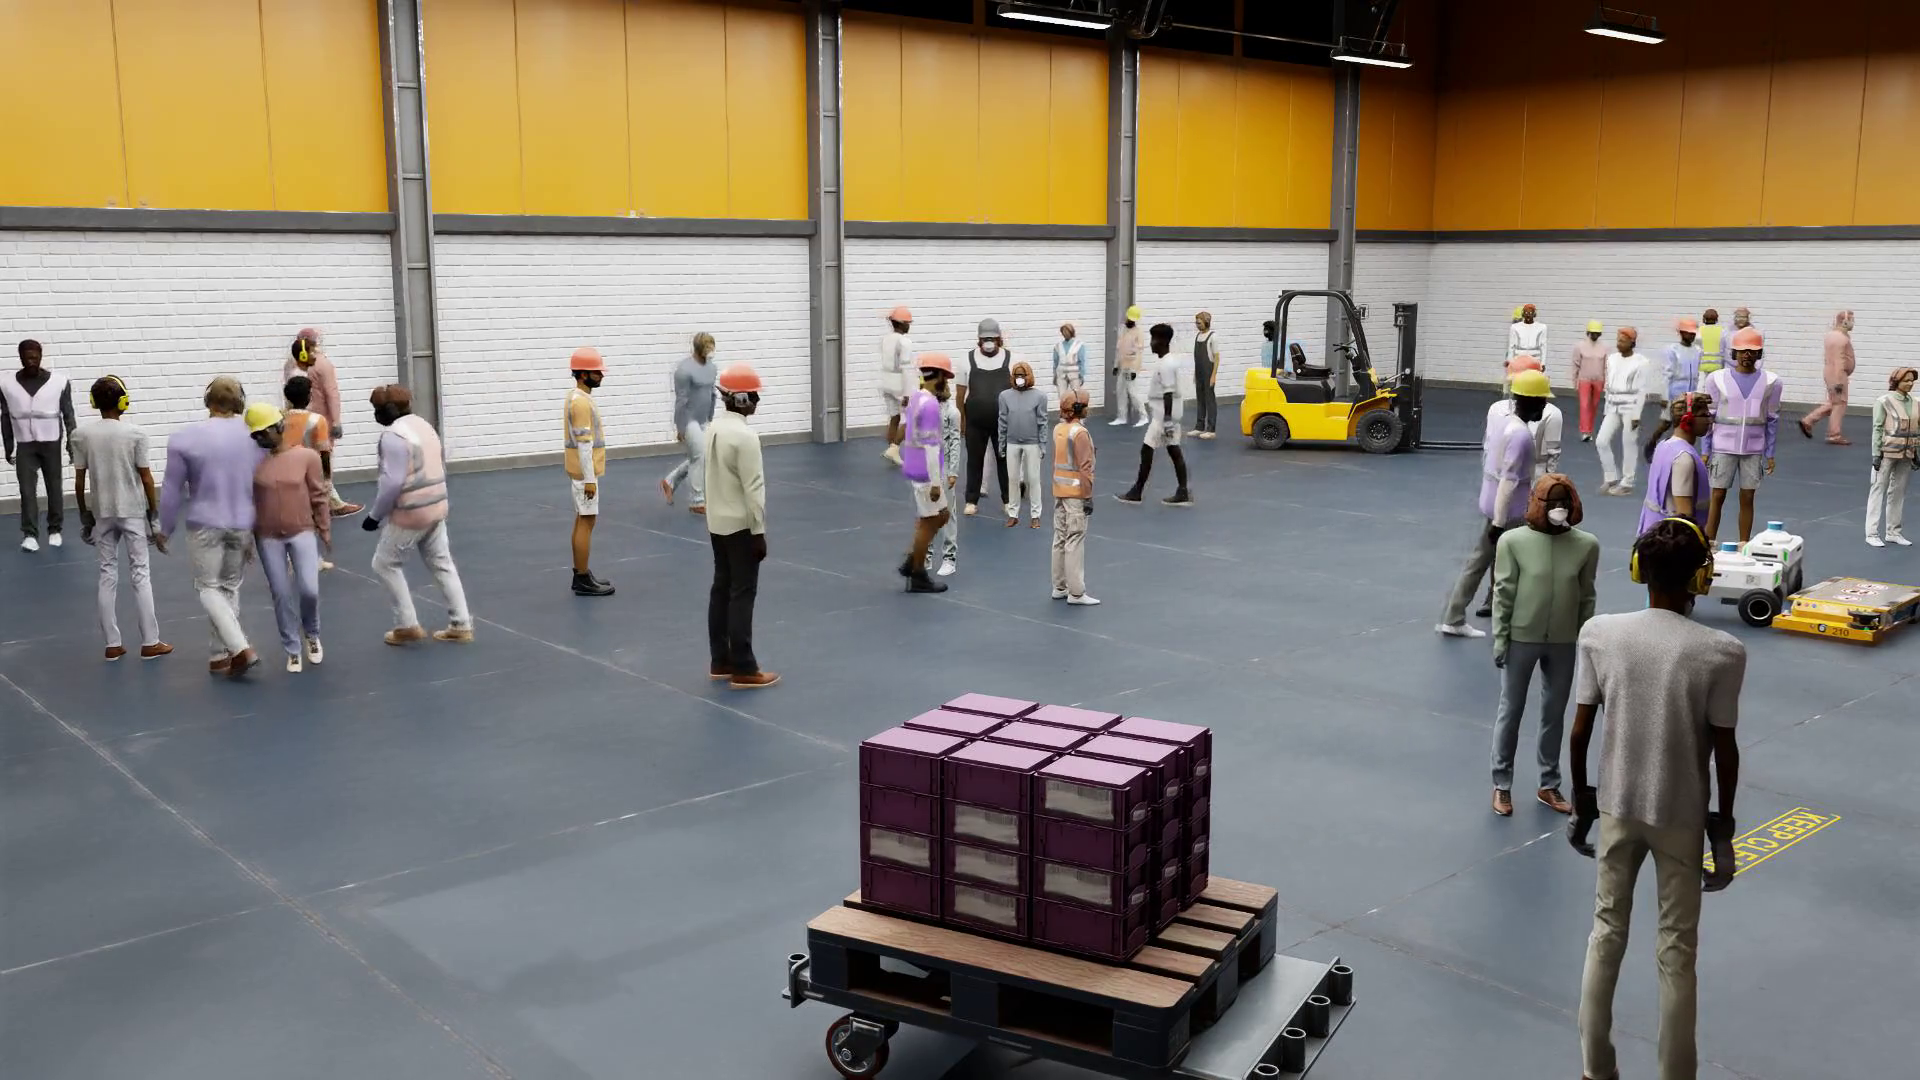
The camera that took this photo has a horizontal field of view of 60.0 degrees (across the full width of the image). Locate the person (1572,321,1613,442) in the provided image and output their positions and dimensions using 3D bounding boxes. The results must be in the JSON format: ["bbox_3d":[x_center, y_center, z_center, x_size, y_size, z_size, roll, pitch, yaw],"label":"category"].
[{"bbox_3d":[8.950,-2.227,23.513,0.526,1.720,0.909,2,10,10],"label":"person"}]

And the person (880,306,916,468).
[{"bbox_3d":[-0.750,-1.882,20.619,0.417,2.028,0.604,-7,12,-37],"label":"person"}]

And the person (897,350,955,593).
[{"bbox_3d":[-0.228,-0.516,12.960,0.411,1.903,0.567,-2,10,-9],"label":"person"}]

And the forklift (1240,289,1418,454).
[{"bbox_3d":[5.034,-2.339,22.783,2.313,2.155,1.214,3,10,16],"label":"forklift"}]

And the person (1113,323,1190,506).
[{"bbox_3d":[2.036,-1.317,17.565,0.920,1.923,0.618,3,10,16],"label":"person"}]

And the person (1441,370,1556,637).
[{"bbox_3d":[3.810,-0.222,11.339,1.009,1.871,0.598,1,10,3],"label":"person"}]

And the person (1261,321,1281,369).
[{"bbox_3d":[4.833,-2.559,25.670,0.884,1.651,0.541,-5,11,-26],"label":"person"}]

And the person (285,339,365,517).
[{"bbox_3d":[-6.563,-1.101,16.655,0.987,1.814,0.536,-4,11,-23],"label":"person"}]

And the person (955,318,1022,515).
[{"bbox_3d":[0.297,-1.254,16.879,0.700,2.000,0.536,0,10,0],"label":"person"}]

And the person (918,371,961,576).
[{"bbox_3d":[-0.221,-0.578,13.792,0.487,1.744,0.297,7,12,34],"label":"person"}]

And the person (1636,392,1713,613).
[{"bbox_3d":[4.222,0.044,9.848,0.388,1.848,0.564,2,10,11],"label":"person"}]

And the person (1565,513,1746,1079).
[{"bbox_3d":[2.109,0.848,5.078,0.514,1.870,0.332,8,13,41],"label":"person"}]

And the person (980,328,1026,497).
[{"bbox_3d":[0.381,-1.381,18.129,0.674,1.927,0.567,-7,12,-35],"label":"person"}]

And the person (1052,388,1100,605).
[{"bbox_3d":[0.858,-0.327,12.625,0.310,1.642,0.514,-4,10,-22],"label":"person"}]

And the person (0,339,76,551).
[{"bbox_3d":[-8.249,-0.836,14.879,0.612,1.881,0.905,-4,10,-21],"label":"person"}]

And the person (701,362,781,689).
[{"bbox_3d":[-1.353,-0.091,10.204,0.395,1.992,0.622,-7,12,-34],"label":"person"}]

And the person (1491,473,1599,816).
[{"bbox_3d":[2.753,0.491,7.855,0.498,1.634,0.281,0,10,-2],"label":"person"}]

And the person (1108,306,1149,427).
[{"bbox_3d":[2.643,-2.691,25.782,0.415,1.883,0.667,-5,11,-29],"label":"person"}]

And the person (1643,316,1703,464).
[{"bbox_3d":[8.951,-1.845,20.765,0.556,1.908,0.929,-3,10,-15],"label":"person"}]

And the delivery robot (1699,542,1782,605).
[{"bbox_3d":[5.576,0.260,12.090,0.707,0.478,0.477,5,11,27],"label":"delivery robot"}]

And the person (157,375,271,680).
[{"bbox_3d":[-4.592,-0.067,10.355,0.686,1.901,0.692,-9,13,-41],"label":"person"}]

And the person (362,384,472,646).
[{"bbox_3d":[-3.663,-0.148,11.151,0.662,1.788,0.645,1,10,8],"label":"person"}]

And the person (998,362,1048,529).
[{"bbox_3d":[0.609,-0.919,16.138,0.501,1.626,0.282,3,10,17],"label":"person"}]

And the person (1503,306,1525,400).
[{"bbox_3d":[9.238,-2.984,27.705,0.494,1.800,0.598,-1,10,-8],"label":"person"}]

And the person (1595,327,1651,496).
[{"bbox_3d":[7.223,-1.398,18.230,0.551,1.863,0.618,-4,11,-23],"label":"person"}]

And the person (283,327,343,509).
[{"bbox_3d":[-6.715,-1.257,17.356,0.682,1.898,0.404,5,11,29],"label":"person"}]

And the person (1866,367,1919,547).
[{"bbox_3d":[8.506,-0.757,15.138,0.514,1.643,0.307,-3,10,-15],"label":"person"}]

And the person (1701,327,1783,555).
[{"bbox_3d":[6.578,-0.771,14.044,0.608,2.044,0.370,3,10,15],"label":"person"}]

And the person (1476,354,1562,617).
[{"bbox_3d":[4.049,-0.379,12.060,0.543,1.939,0.359,6,12,33],"label":"person"}]

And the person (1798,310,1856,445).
[{"bbox_3d":[12.223,-2.273,23.314,0.593,1.891,0.641,3,10,19],"label":"person"}]

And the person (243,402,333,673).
[{"bbox_3d":[-4.253,-0.010,10.489,0.555,1.728,0.381,-3,10,-19],"label":"person"}]

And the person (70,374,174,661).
[{"bbox_3d":[-5.484,-0.141,10.860,0.518,1.874,0.330,-1,10,-4],"label":"person"}]

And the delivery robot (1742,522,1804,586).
[{"bbox_3d":[6.367,0.099,13.028,0.477,0.478,0.707,7,12,35],"label":"delivery robot"}]

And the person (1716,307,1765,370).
[{"bbox_3d":[11.566,-2.499,24.665,0.644,1.867,0.944,4,10,22],"label":"person"}]

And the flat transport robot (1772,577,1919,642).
[{"bbox_3d":[6.426,0.477,11.920,0.652,0.197,1.431,10,14,44],"label":"flat transport robot"}]

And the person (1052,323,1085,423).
[{"bbox_3d":[1.647,-2.457,25.106,0.537,1.625,0.467,4,11,23],"label":"person"}]

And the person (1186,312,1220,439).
[{"bbox_3d":[3.553,-2.388,24.120,0.350,1.837,0.506,-5,11,-27],"label":"person"}]

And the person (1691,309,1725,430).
[{"bbox_3d":[11.345,-2.583,25.242,0.627,1.845,0.429,3,10,15],"label":"person"}]

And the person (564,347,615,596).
[{"bbox_3d":[-2.891,-0.536,12.980,0.366,1.935,0.552,-3,10,-17],"label":"person"}]

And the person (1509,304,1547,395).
[{"bbox_3d":[9.147,-2.867,26.829,0.579,1.878,0.345,3,10,17],"label":"person"}]

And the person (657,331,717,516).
[{"bbox_3d":[-2.777,-1.187,16.933,0.700,1.905,0.639,4,11,24],"label":"person"}]

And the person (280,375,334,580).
[{"bbox_3d":[-5.387,-0.505,13.566,0.536,1.677,0.721,3,10,16],"label":"person"}]
